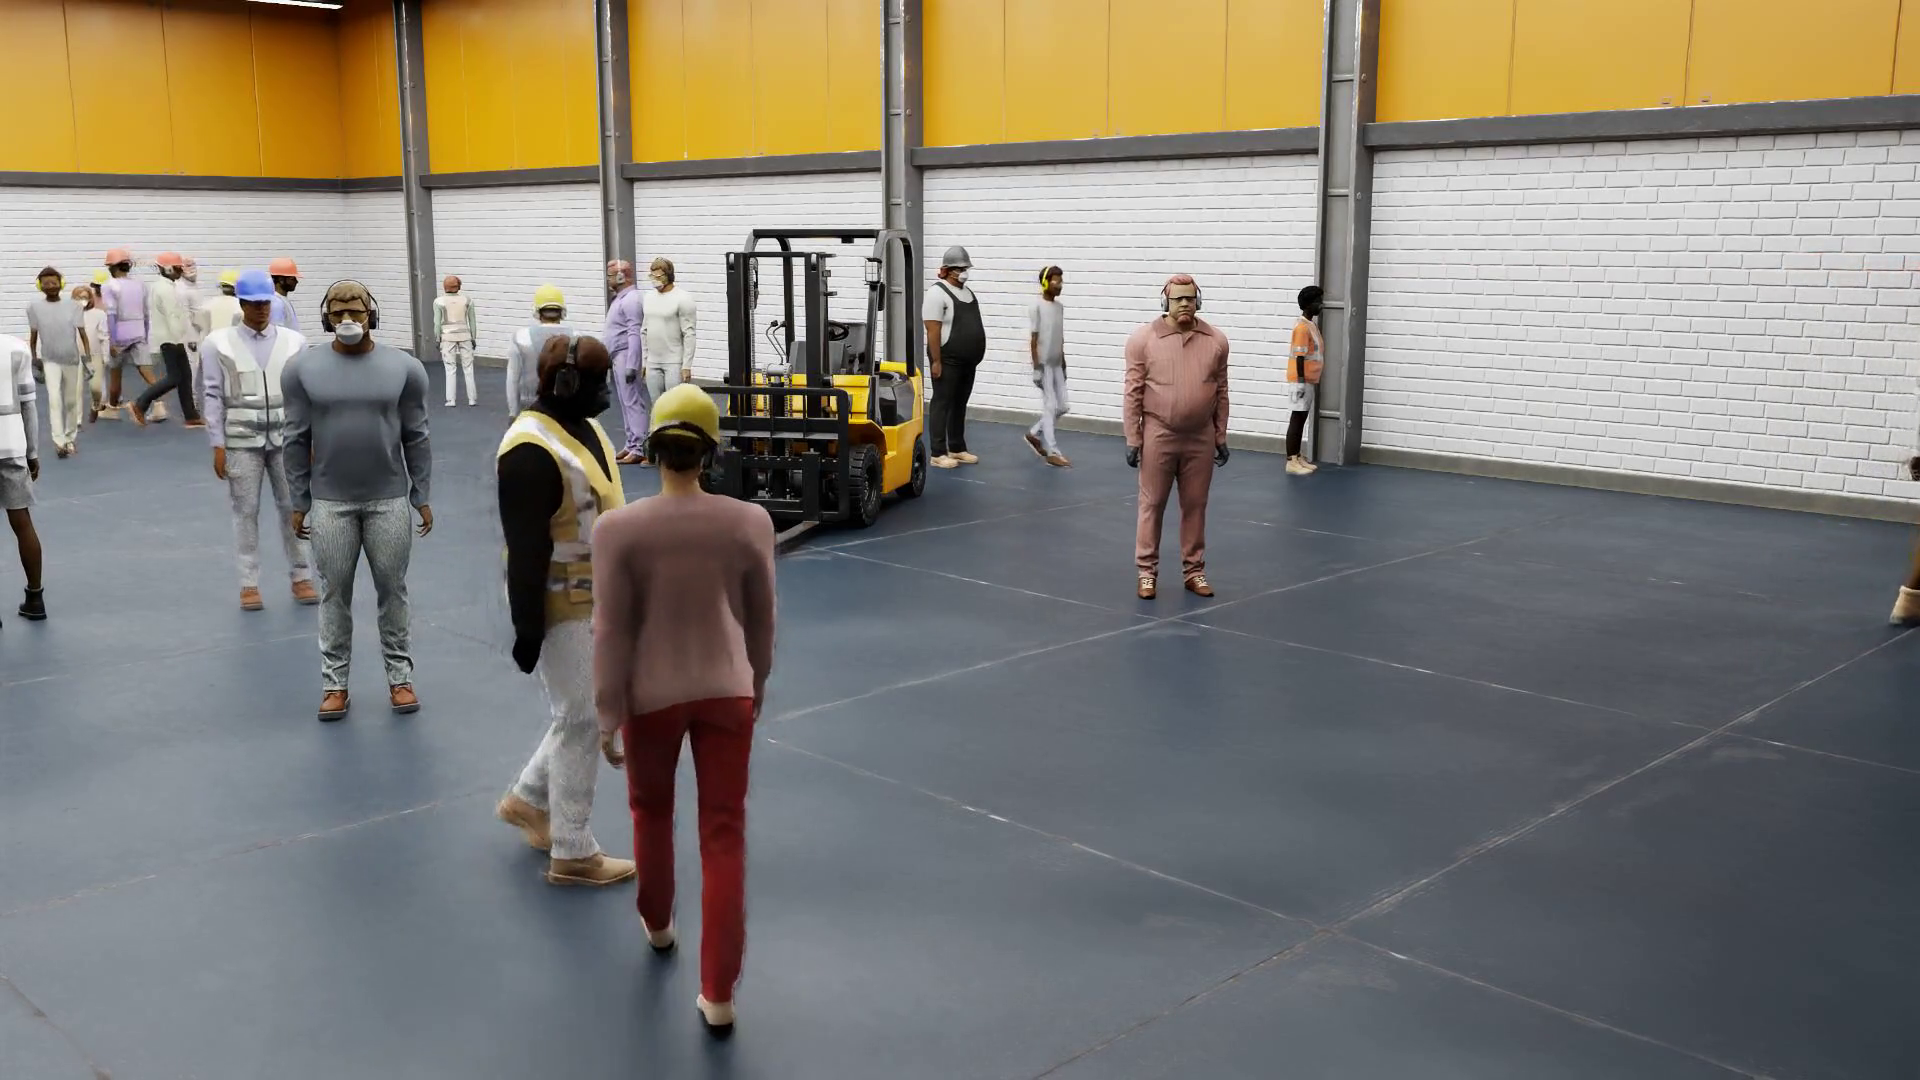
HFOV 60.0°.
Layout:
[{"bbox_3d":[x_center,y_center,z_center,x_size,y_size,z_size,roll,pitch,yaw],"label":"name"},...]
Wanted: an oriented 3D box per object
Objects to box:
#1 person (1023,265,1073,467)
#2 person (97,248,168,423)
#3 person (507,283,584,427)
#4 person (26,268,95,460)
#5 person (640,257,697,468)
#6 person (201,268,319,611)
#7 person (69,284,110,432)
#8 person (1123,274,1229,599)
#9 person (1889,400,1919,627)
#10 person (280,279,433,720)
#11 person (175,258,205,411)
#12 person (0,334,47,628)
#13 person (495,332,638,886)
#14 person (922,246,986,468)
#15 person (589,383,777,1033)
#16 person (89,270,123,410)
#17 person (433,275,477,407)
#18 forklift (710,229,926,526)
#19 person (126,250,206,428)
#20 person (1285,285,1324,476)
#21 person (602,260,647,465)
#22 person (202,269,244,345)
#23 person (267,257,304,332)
[{"bbox_3d":[0.829,-1.616,15.452,0.572,1.862,0.566,9,14,40],"label":"person"},{"bbox_3d":[-9.491,-2.323,18.978,1.069,1.988,0.631,5,12,26],"label":"person"},{"bbox_3d":[-2.948,-0.948,12.002,0.589,1.800,0.917,-5,11,-23],"label":"person"},{"bbox_3d":[-8.626,-1.691,15.979,0.515,1.822,0.969,-7,12,-33],"label":"person"},{"bbox_3d":[-2.669,-1.600,15.157,0.627,1.936,0.372,7,13,34],"label":"person"},{"bbox_3d":[-3.999,-0.578,9.551,0.607,1.947,0.391,-7,13,-34],"label":"person"},{"bbox_3d":[-9.623,-2.007,18.268,0.523,1.611,0.623,-6,12,-28],"label":"person"},{"bbox_3d":[1.284,-0.602,9.795,0.651,1.907,0.409,-2,11,-10],"label":"person"},{"bbox_3d":[5.583,-0.512,9.075,1.063,1.986,0.612,-2,11,-11],"label":"person"},{"bbox_3d":[-2.658,-0.177,7.386,0.627,1.940,0.372,-4,11,-19],"label":"person"},{"bbox_3d":[-9.387,-2.511,20.342,0.399,1.866,0.790,-3,11,-16],"label":"person"},{"bbox_3d":[-5.319,-0.483,9.068,0.376,1.934,0.548,8,13,38],"label":"person"},{"bbox_3d":[-1.320,0.217,5.574,0.590,1.816,0.637,1,10,5],"label":"person"},{"bbox_3d":[-0.017,-1.697,15.397,0.535,2.000,0.684,7,12,33],"label":"person"},{"bbox_3d":[-0.765,0.434,4.654,0.529,1.716,0.873,-3,11,-16],"label":"person"},{"bbox_3d":[-10.513,-2.456,20.444,0.531,1.707,0.894,-3,11,-15],"label":"person"},{"bbox_3d":[-6.273,-2.467,20.700,0.515,1.636,0.314,-4,11,-23],"label":"person"},{"bbox_3d":[-1.050,-1.319,12.920,1.214,2.155,2.313,2,11,13],"label":"forklift"},{"bbox_3d":[-8.705,-2.182,18.223,0.801,1.973,0.630,-5,11,-23],"label":"person"},{"bbox_3d":[3.081,-1.424,14.865,0.318,1.691,0.529,4,11,19],"label":"person"},{"bbox_3d":[-3.145,-1.661,15.578,0.402,1.904,0.651,-4,11,-19],"label":"person"},{"bbox_3d":[-7.636,-1.940,17.468,0.611,1.784,0.910,2,11,11],"label":"person"},{"bbox_3d":[-6.337,-1.687,15.669,0.391,1.929,0.540,-3,11,-14],"label":"person"}]
